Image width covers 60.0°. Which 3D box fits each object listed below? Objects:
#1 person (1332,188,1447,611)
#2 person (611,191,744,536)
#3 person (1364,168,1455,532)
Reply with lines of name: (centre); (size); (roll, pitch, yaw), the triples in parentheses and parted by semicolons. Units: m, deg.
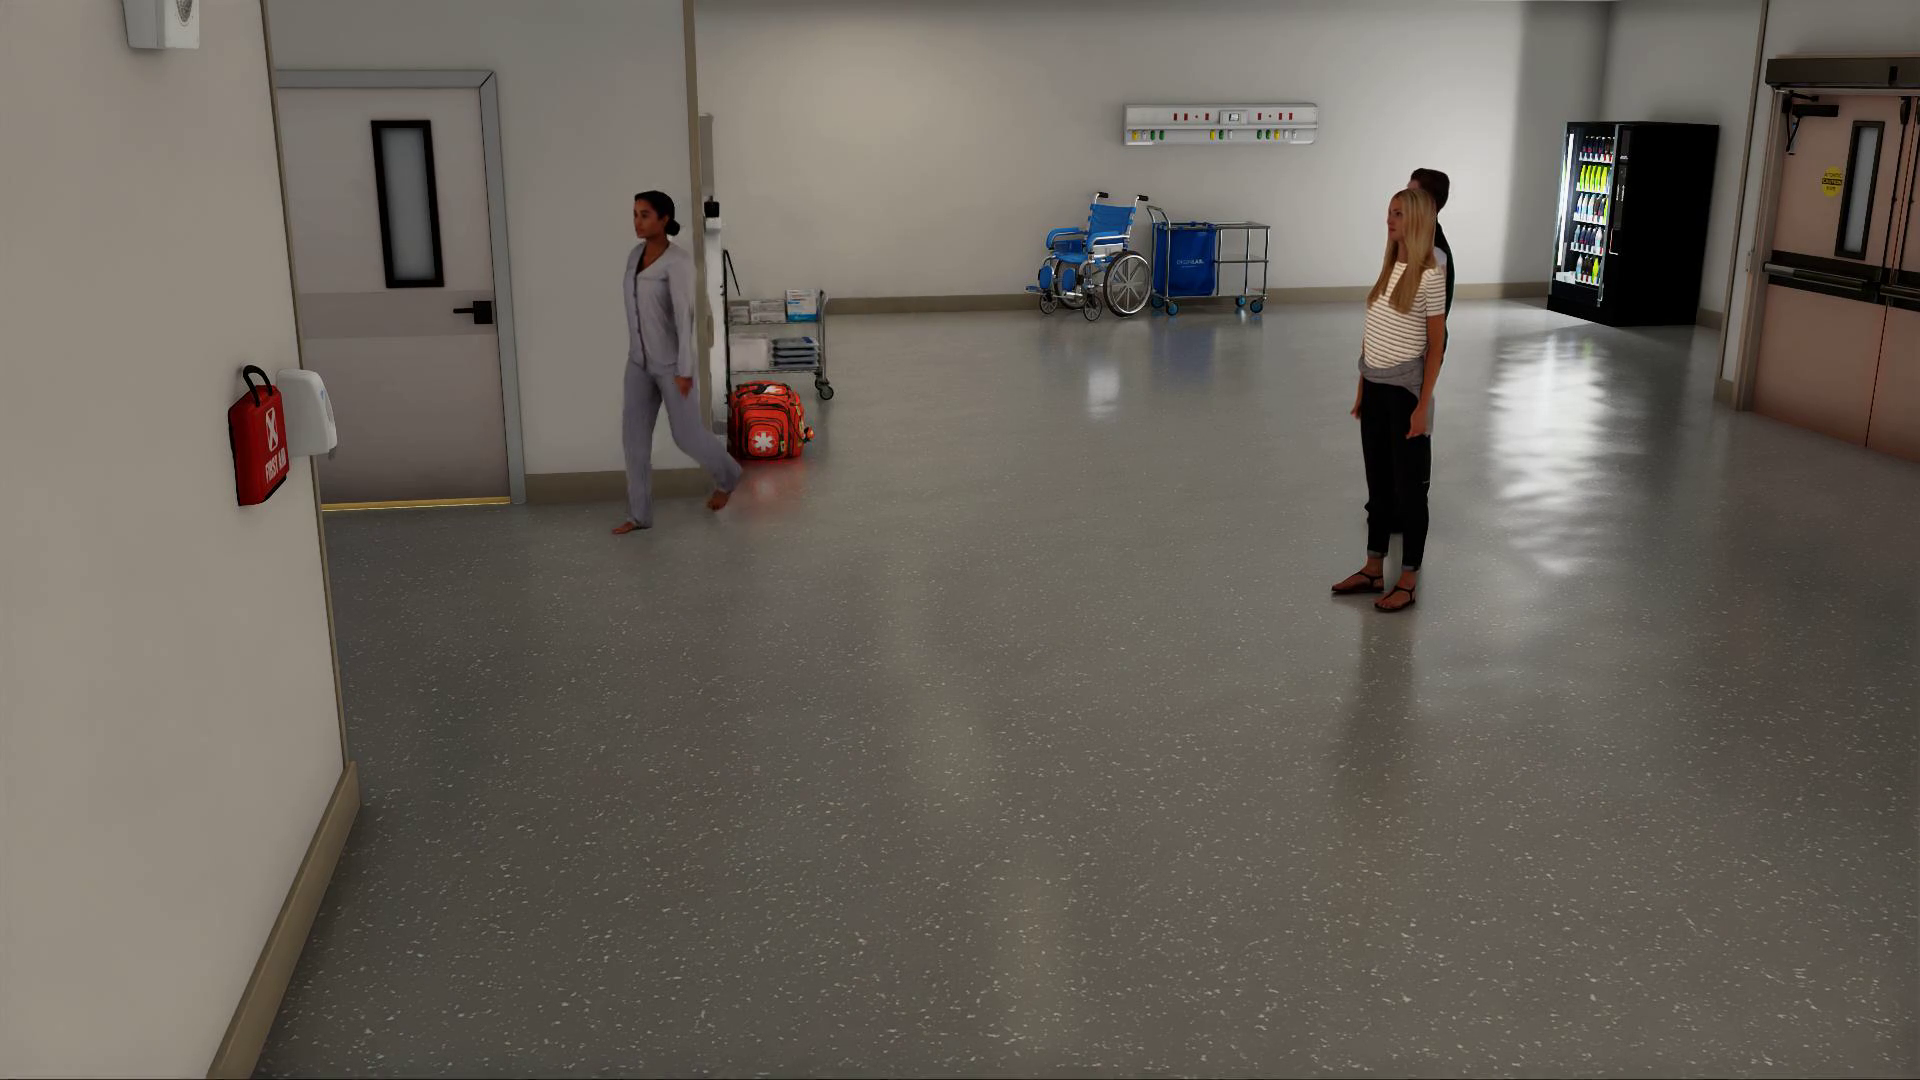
person: (1.927, -0.617, 7.297); (0.710, 1.827, 0.562); (-8, 18, -26)
person: (-1.461, -0.904, 8.536); (1.094, 1.707, 1.135); (11, 19, 35)
person: (2.315, -0.968, 8.506); (0.781, 1.842, 0.647); (3, 16, 9)
